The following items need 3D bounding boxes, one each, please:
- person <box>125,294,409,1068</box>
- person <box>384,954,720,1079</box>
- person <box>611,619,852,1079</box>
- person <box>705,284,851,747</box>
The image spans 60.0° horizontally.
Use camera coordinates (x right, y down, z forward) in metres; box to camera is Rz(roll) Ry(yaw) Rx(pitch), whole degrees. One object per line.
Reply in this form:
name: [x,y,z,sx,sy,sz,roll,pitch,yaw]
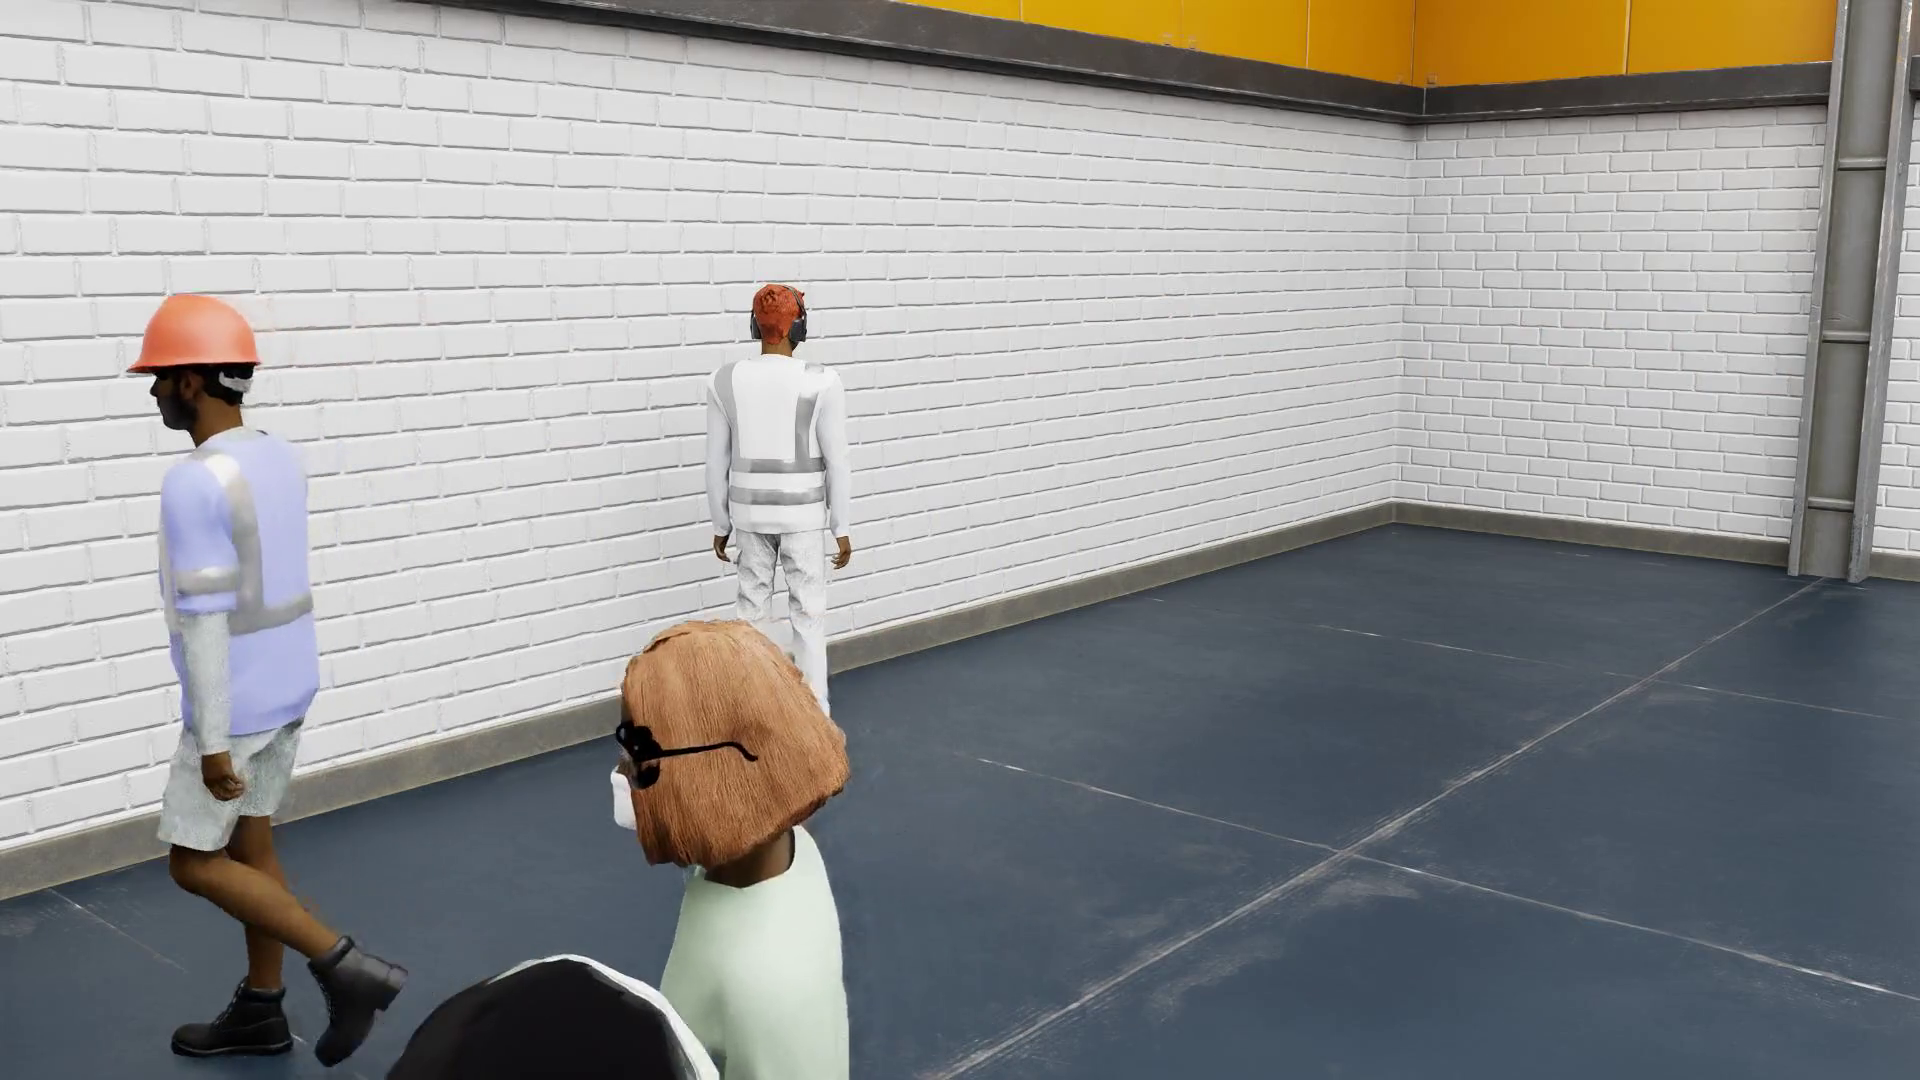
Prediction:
person: [-1.683,0.371,4.021,0.565,1.917,0.550,1,10,5]
person: [-0.339,0.900,0.929,0.402,1.944,0.605,3,11,19]
person: [-0.313,0.888,1.950,0.558,1.618,0.504,-1,10,-6]
person: [-0.711,-0.063,6.585,0.583,1.882,0.337,2,10,12]
